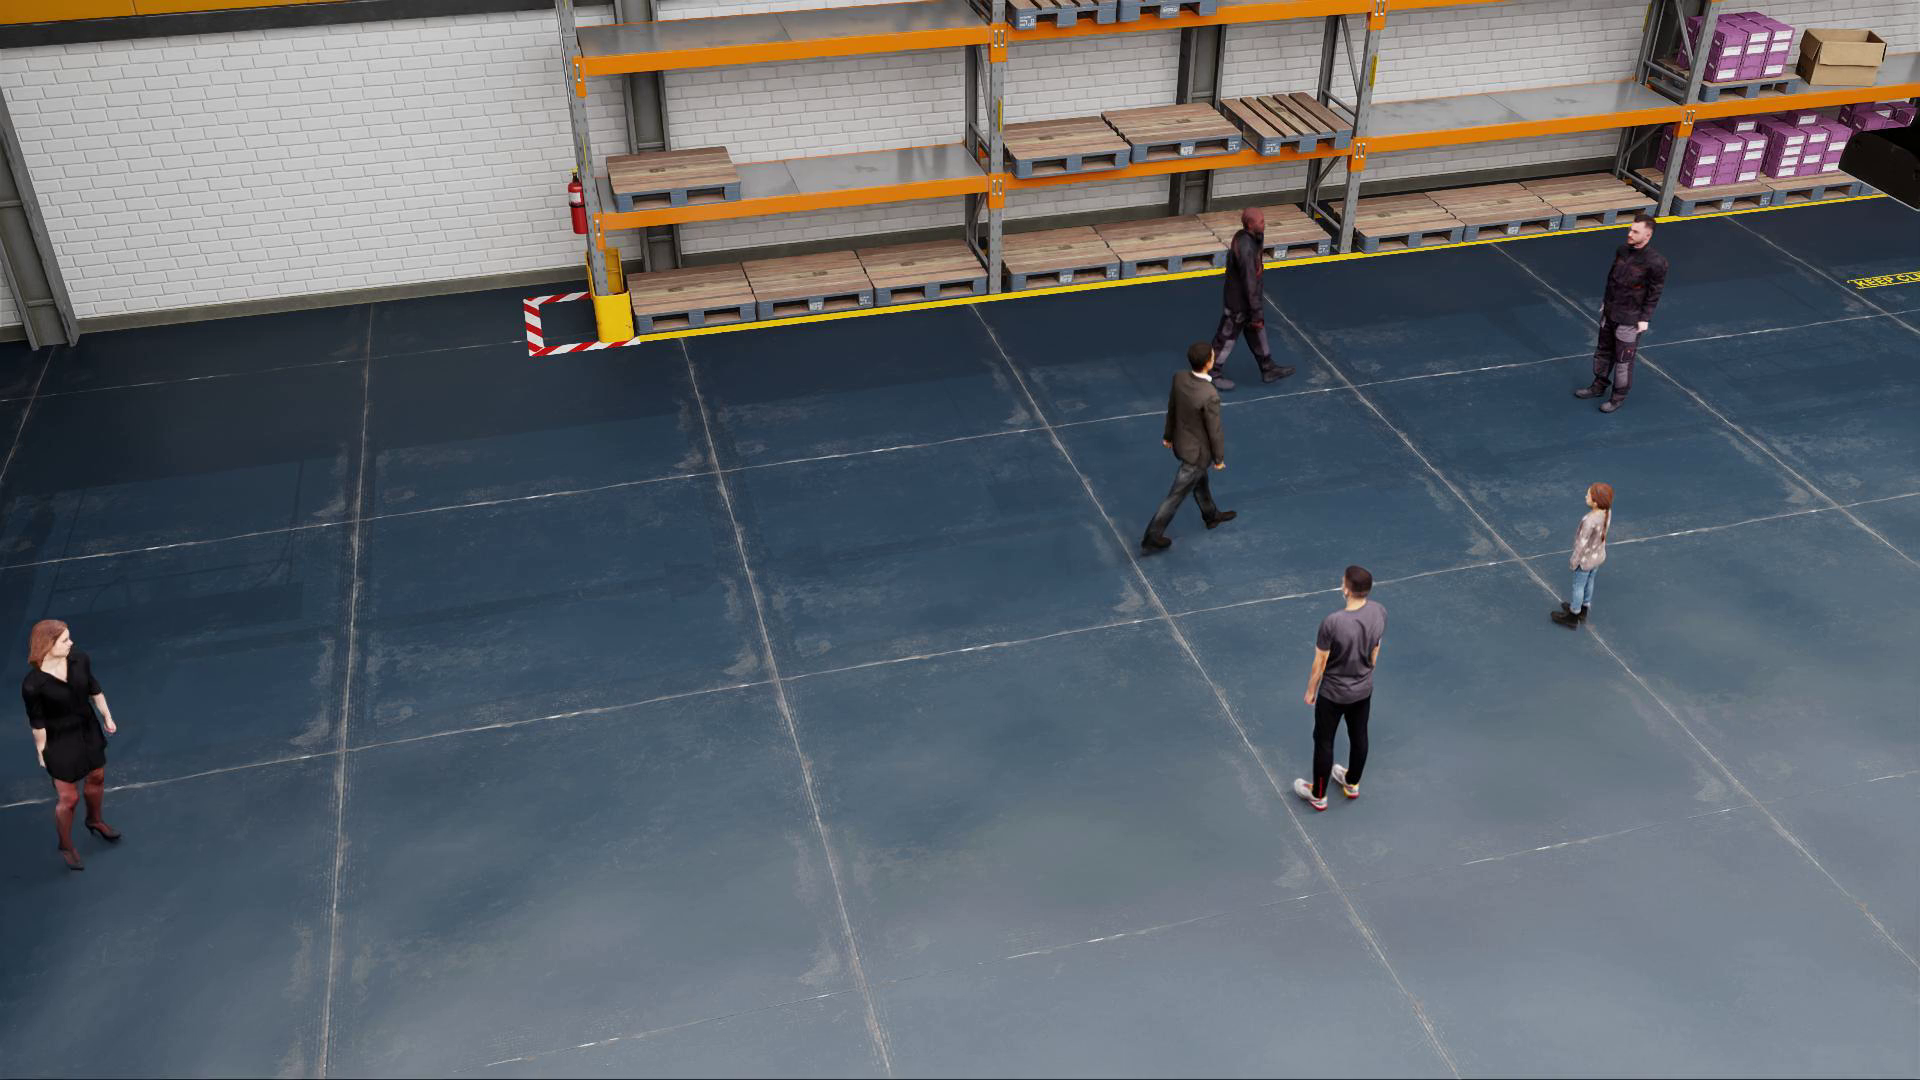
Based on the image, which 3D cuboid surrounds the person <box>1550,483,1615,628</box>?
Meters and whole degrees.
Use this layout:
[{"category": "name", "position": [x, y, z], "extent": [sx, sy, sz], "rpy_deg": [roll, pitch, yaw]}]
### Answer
[{"category": "person", "position": [4.652, 0.101, 12.296], "extent": [0.511, 1.193, 0.602], "rpy_deg": [-25, 41, -33]}]

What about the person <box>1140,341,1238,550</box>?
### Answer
[{"category": "person", "position": [1.747, -0.687, 12.970], "extent": [1.233, 1.759, 0.877], "rpy_deg": [-16, 37, -23]}]

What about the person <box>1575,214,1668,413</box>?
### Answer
[{"category": "person", "position": [5.989, -2.062, 14.951], "extent": [0.668, 1.855, 0.762], "rpy_deg": [-15, 37, -22]}]

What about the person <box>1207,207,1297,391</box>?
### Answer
[{"category": "person", "position": [2.467, -2.187, 15.193], "extent": [1.241, 1.796, 1.030], "rpy_deg": [5, 34, 8]}]

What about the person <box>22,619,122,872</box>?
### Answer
[{"category": "person", "position": [-5.470, 1.228, 10.160], "extent": [0.816, 1.680, 0.786], "rpy_deg": [23, 40, 30]}]

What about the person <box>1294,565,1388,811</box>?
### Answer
[{"category": "person", "position": [2.437, 0.936, 10.528], "extent": [0.513, 1.760, 0.712], "rpy_deg": [-13, 36, -19]}]
